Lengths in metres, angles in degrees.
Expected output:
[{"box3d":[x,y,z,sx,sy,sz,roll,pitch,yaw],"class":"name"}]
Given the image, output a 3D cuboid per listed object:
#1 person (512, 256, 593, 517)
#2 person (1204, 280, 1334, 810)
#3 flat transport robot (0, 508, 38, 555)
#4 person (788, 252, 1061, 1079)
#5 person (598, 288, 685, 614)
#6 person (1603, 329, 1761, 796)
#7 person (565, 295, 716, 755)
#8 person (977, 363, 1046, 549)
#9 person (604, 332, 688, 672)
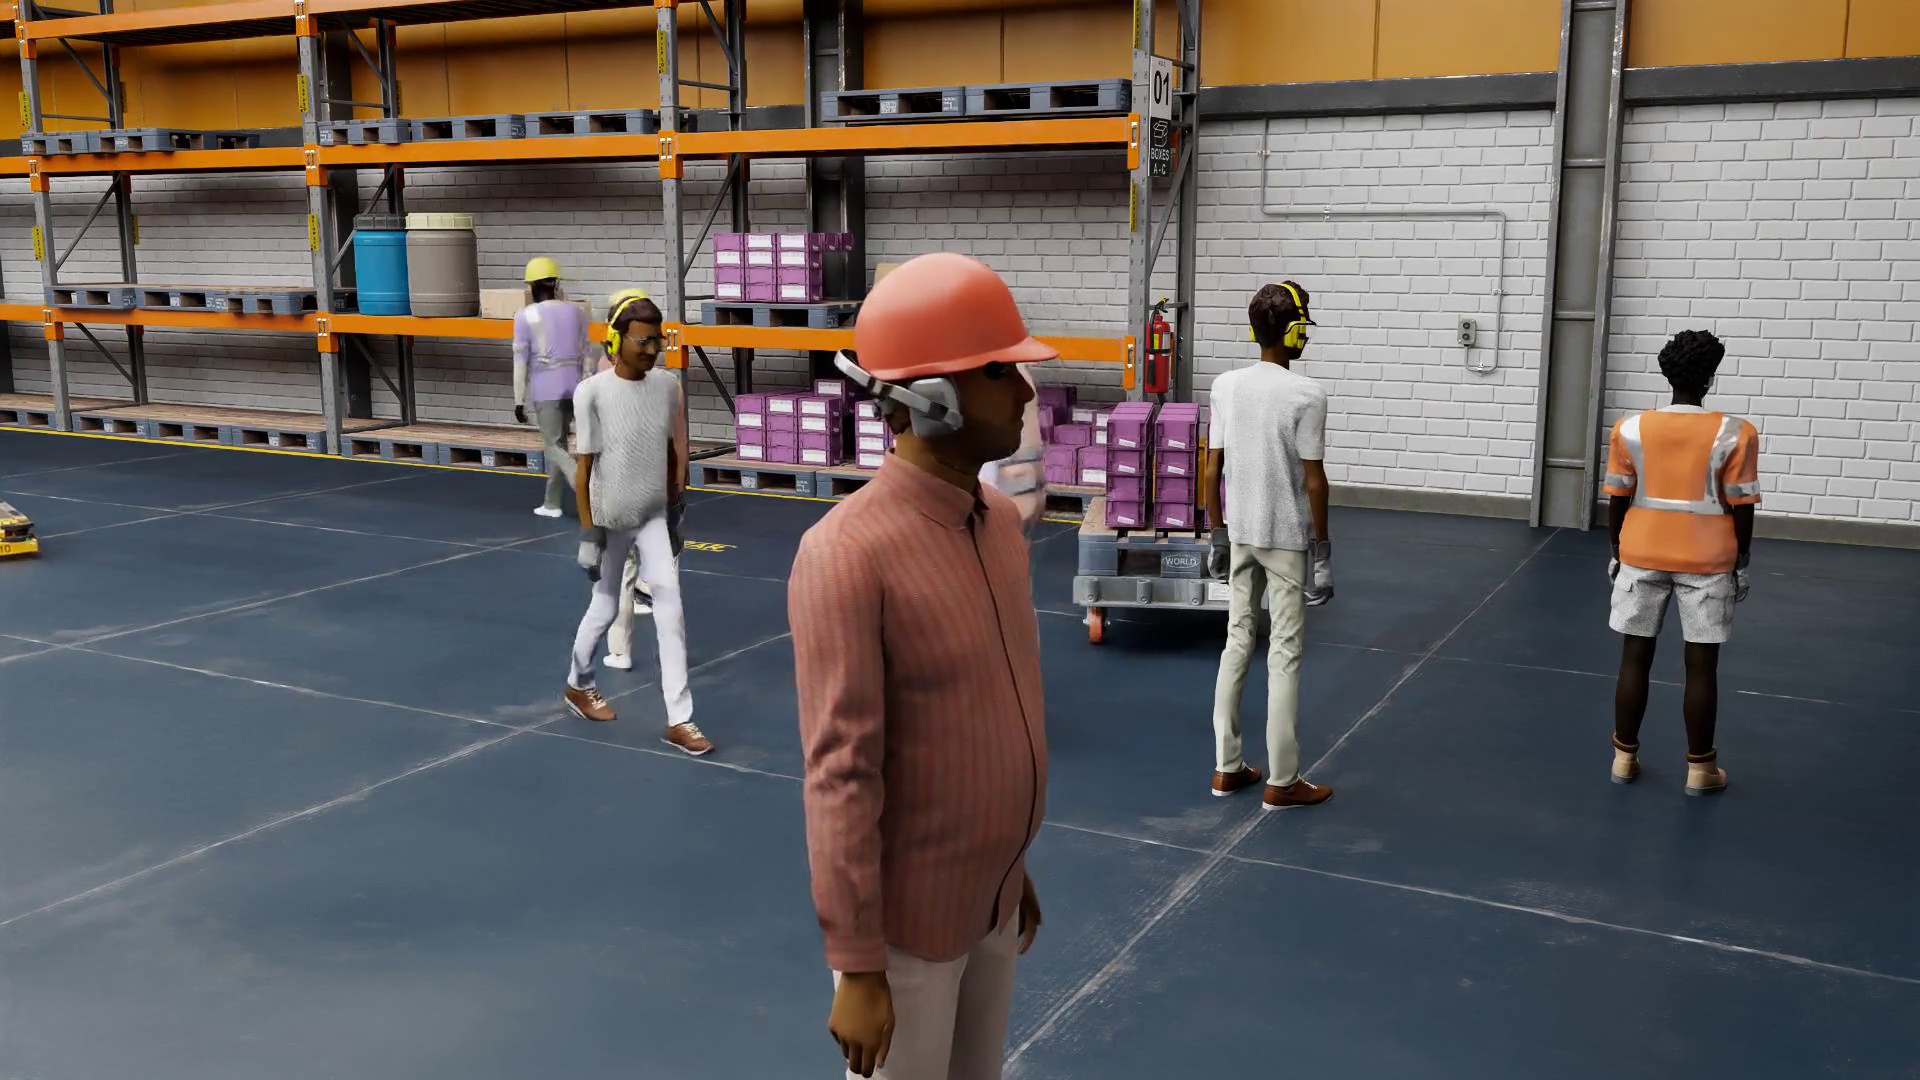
[{"box3d":[-2.817,-1.050,11.757,0.857,1.895,0.593,9,13,40],"class":"person"},{"box3d":[1.108,0.023,5.915,0.318,1.870,0.531,-10,14,-43],"class":"person"},{"box3d":[-6.526,-0.079,10.858,0.652,0.197,1.431,-8,13,-37],"class":"flat transport robot"},{"box3d":[-0.039,0.557,2.636,0.370,1.996,0.622,5,11,25],"class":"person"},{"box3d":[-1.713,-0.454,8.862,0.455,1.752,0.531,5,12,27],"class":"person"},{"box3d":[2.613,0.085,6.060,0.532,1.693,0.319,7,13,35],"class":"person"},{"box3d":[-1.336,-0.084,6.700,0.565,1.812,0.948,-9,14,-41],"class":"person"},{"box3d":[0.106,-0.085,6.710,0.491,1.804,0.675,4,11,19],"class":"person"},{"box3d":[-1.516,-0.199,7.762,0.515,1.640,0.314,-4,11,-21],"class":"person"}]
